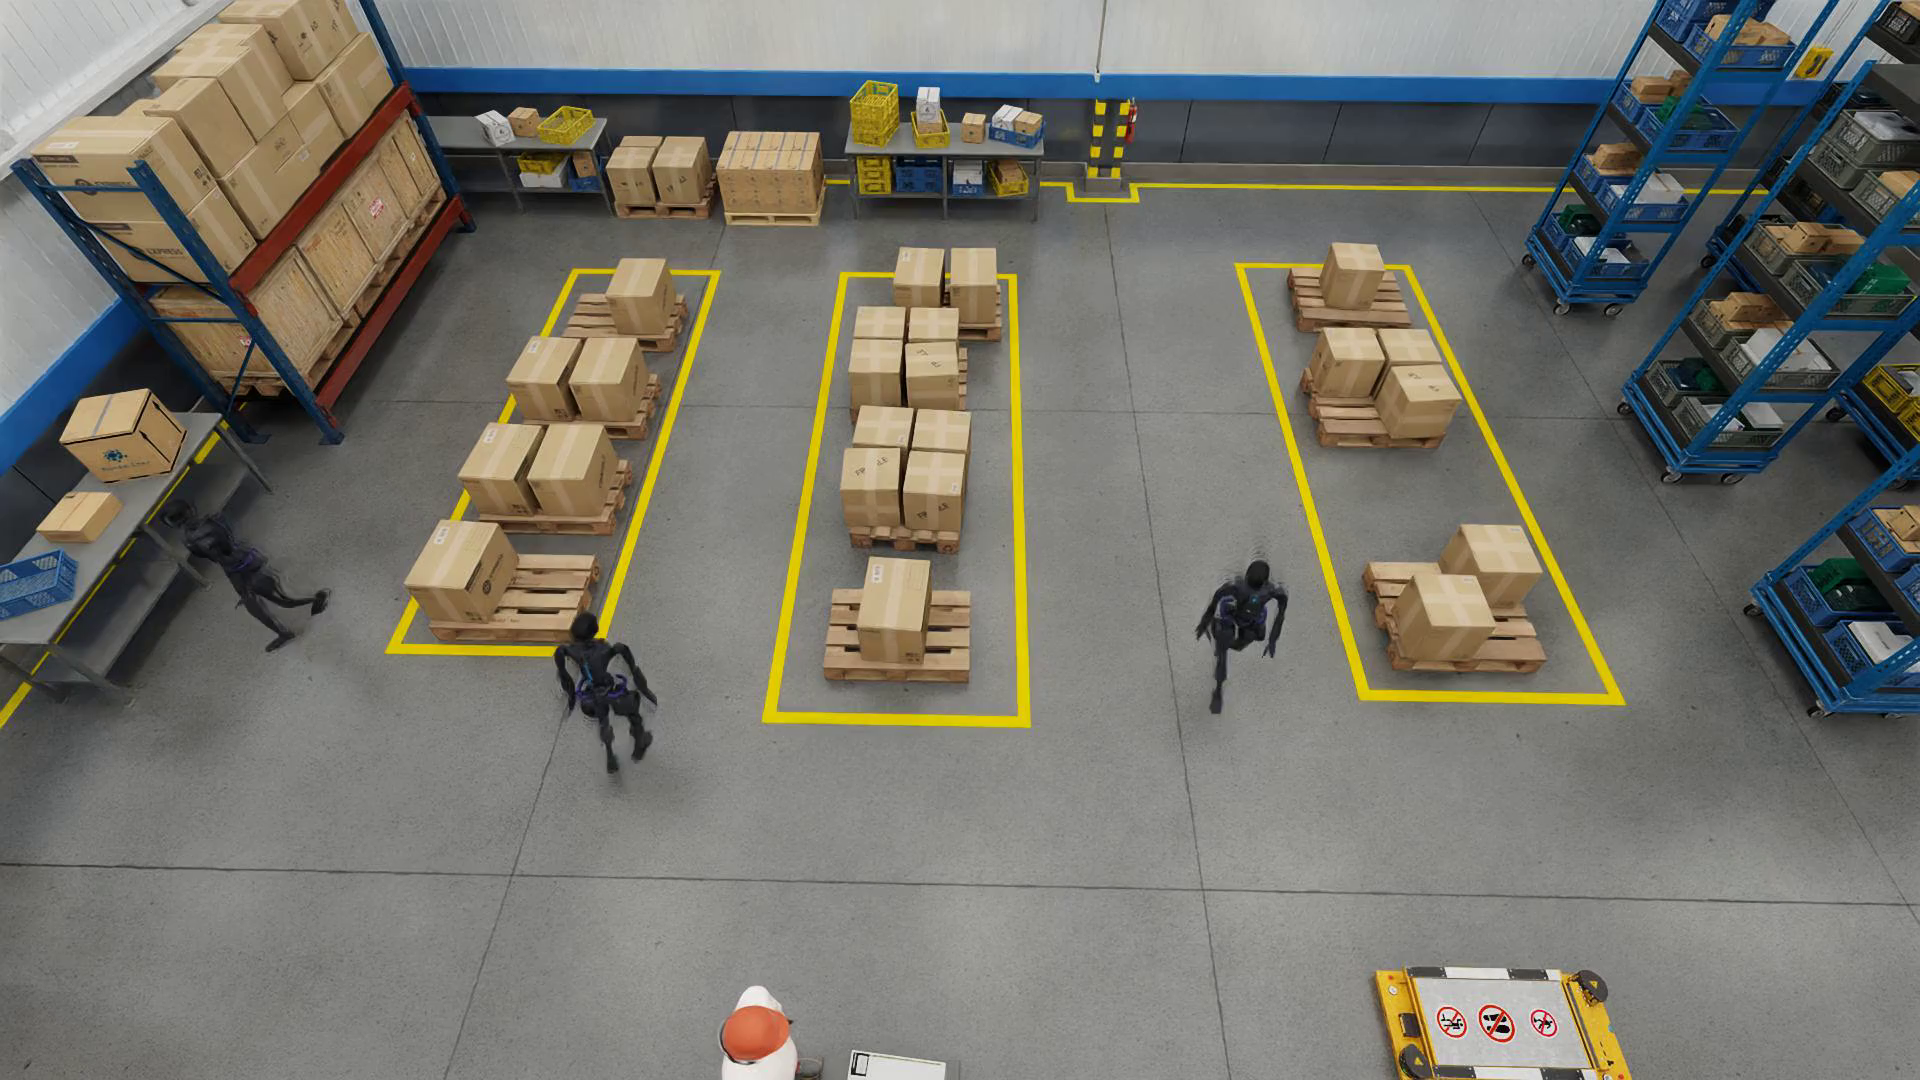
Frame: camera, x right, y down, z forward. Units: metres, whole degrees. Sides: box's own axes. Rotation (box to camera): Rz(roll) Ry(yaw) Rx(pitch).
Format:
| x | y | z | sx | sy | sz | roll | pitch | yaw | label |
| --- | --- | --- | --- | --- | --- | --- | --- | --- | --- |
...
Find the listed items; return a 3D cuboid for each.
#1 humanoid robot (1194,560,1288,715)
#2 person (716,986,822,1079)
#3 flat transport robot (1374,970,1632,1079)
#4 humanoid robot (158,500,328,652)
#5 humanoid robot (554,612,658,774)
| x | y | z | sx | sy | sz | roll | pitch | yaw | label |
| --- | --- | --- | --- | --- | --- | --- | --- | --- | --- |
| 2.167 | 0.632 | 7.104 | 0.611 | 1.642 | 0.738 | 4 | 51 | 3 | humanoid robot |
| -1.023 | 2.896 | 5.022 | 0.402 | 1.988 | 0.618 | 1 | 51 | 1 | person |
| 3.501 | 3.133 | 5.914 | 1.431 | 0.197 | 0.652 | 1 | 51 | 1 | flat transport robot |
| -5.763 | 0.237 | 7.411 | 0.618 | 1.647 | 0.645 | 21 | 54 | 16 | humanoid robot |
| -2.565 | 1.136 | 6.656 | 0.613 | 1.630 | 0.468 | -2 | 51 | -2 | humanoid robot |
